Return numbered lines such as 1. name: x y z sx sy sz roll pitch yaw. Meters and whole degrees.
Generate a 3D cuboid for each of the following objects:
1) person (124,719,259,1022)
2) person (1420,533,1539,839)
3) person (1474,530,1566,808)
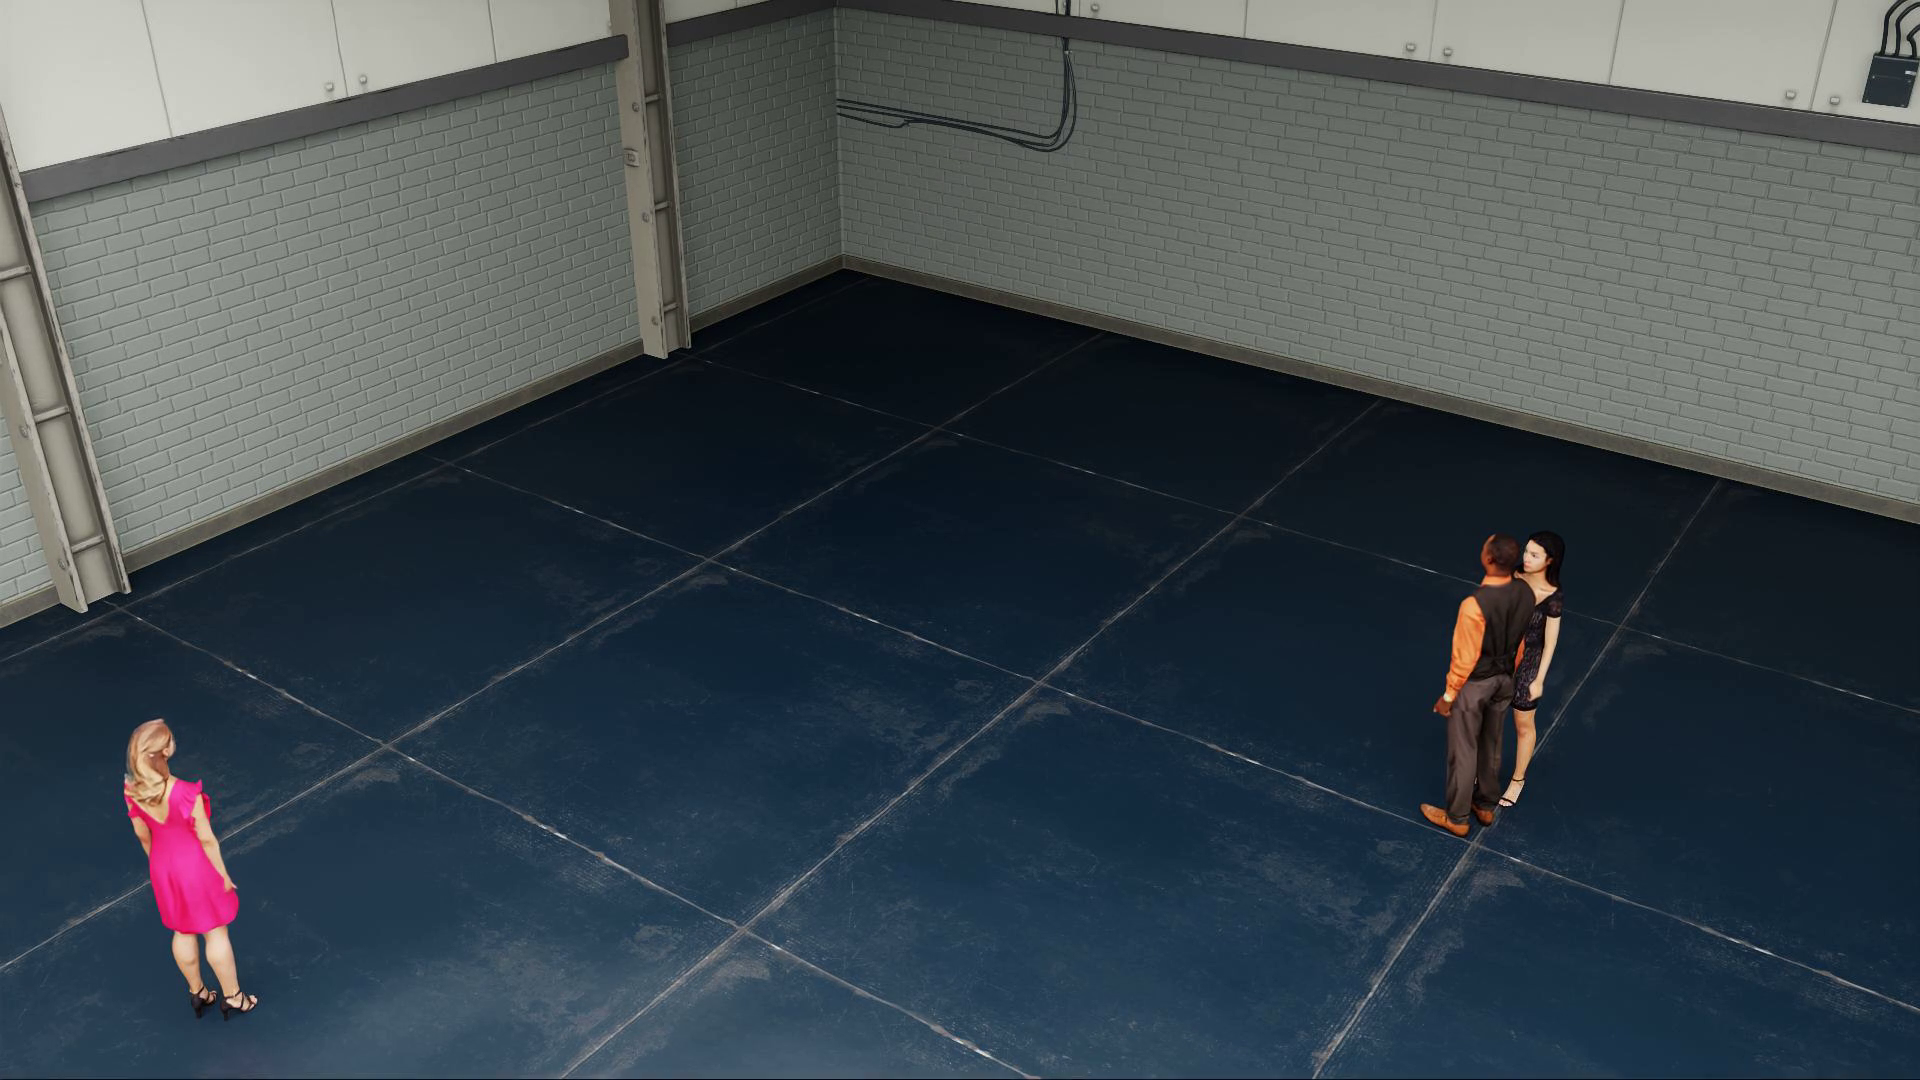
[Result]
1. person: -3.780 1.627 8.109 0.646 1.727 0.655 6 29 11
2. person: 2.967 0.823 9.426 0.720 1.907 0.847 -13 31 -23
3. person: 3.259 0.743 9.699 0.608 1.792 0.647 -17 33 -29
